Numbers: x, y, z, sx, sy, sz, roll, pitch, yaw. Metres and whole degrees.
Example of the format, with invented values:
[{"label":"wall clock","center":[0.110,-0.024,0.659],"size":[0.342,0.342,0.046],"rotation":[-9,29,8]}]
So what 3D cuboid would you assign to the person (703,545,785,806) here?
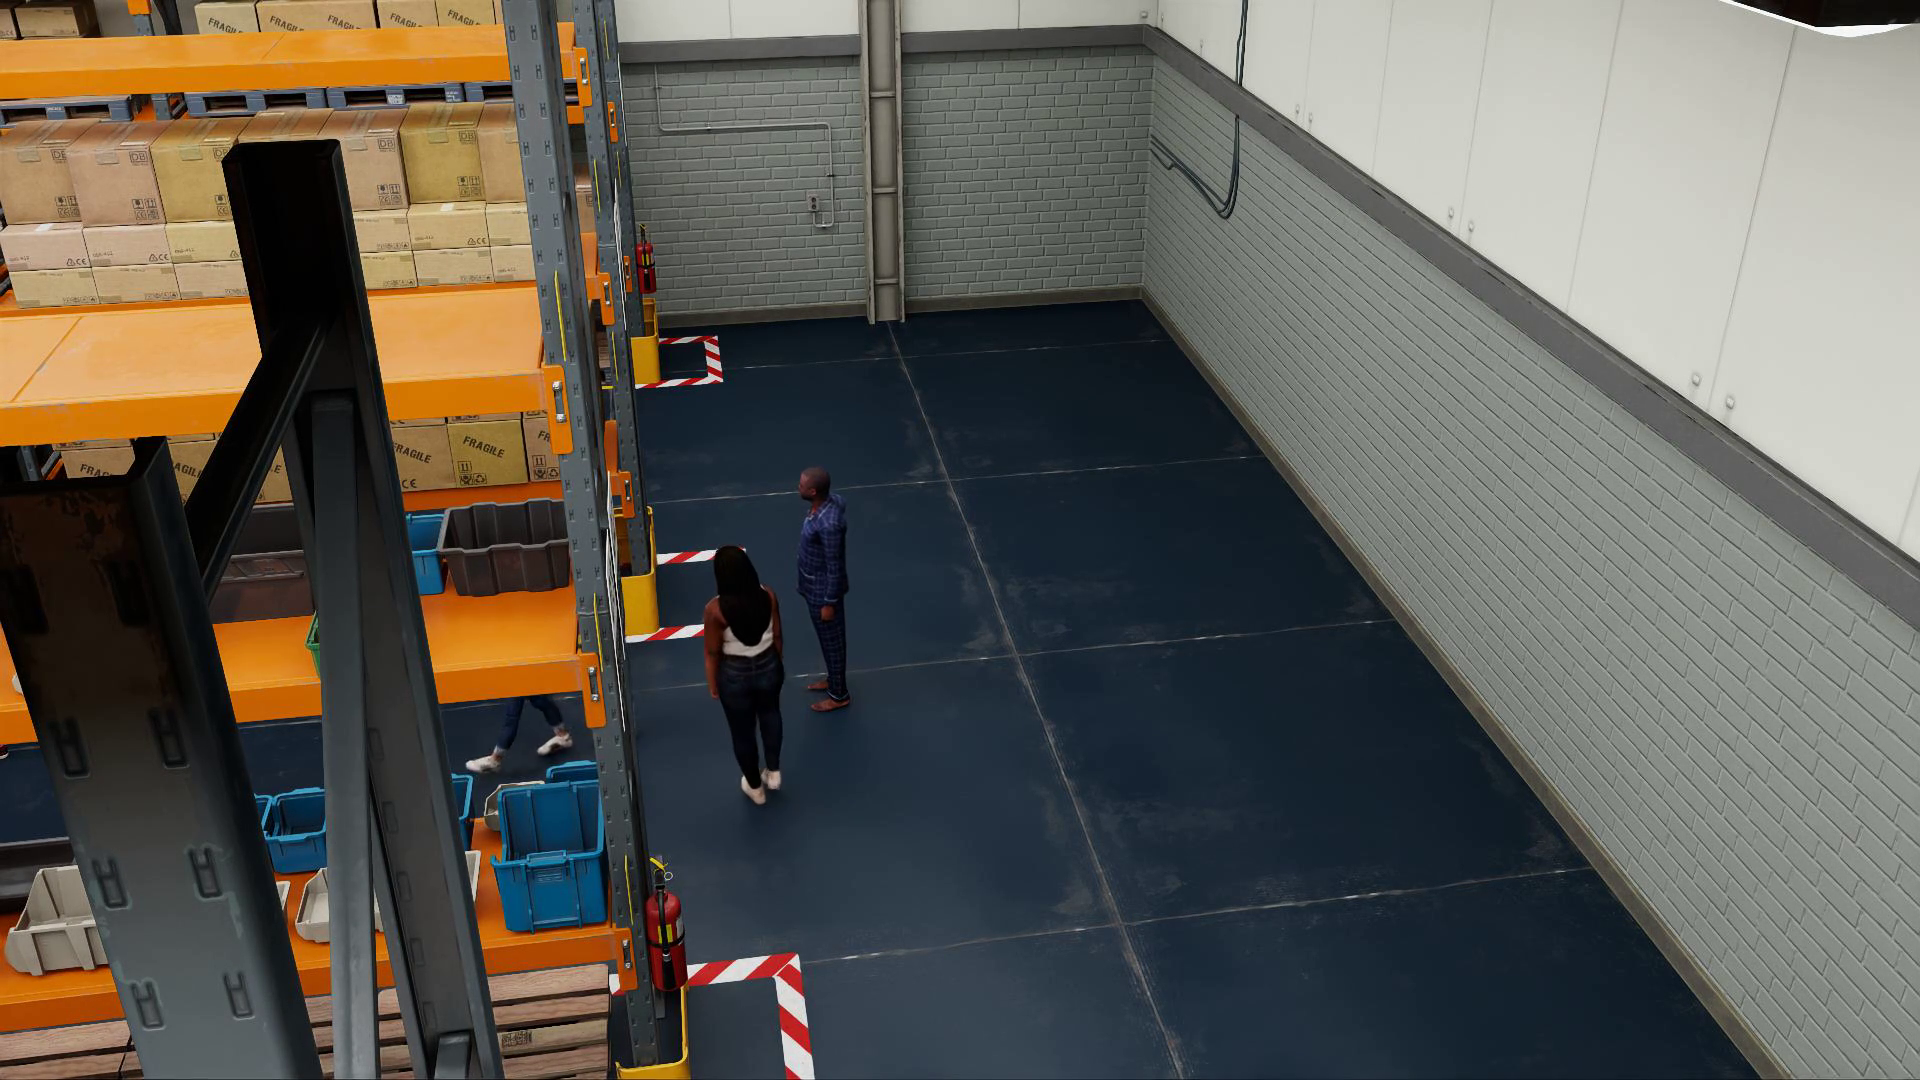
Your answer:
[{"label":"person","center":[-1.278,0.889,10.316],"size":[0.628,1.794,0.769],"rotation":[-10,30,-19]}]

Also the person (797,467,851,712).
[{"label":"person","center":[-0.918,0.317,11.358],"size":[0.577,1.825,0.658],"rotation":[-4,28,-7]}]
